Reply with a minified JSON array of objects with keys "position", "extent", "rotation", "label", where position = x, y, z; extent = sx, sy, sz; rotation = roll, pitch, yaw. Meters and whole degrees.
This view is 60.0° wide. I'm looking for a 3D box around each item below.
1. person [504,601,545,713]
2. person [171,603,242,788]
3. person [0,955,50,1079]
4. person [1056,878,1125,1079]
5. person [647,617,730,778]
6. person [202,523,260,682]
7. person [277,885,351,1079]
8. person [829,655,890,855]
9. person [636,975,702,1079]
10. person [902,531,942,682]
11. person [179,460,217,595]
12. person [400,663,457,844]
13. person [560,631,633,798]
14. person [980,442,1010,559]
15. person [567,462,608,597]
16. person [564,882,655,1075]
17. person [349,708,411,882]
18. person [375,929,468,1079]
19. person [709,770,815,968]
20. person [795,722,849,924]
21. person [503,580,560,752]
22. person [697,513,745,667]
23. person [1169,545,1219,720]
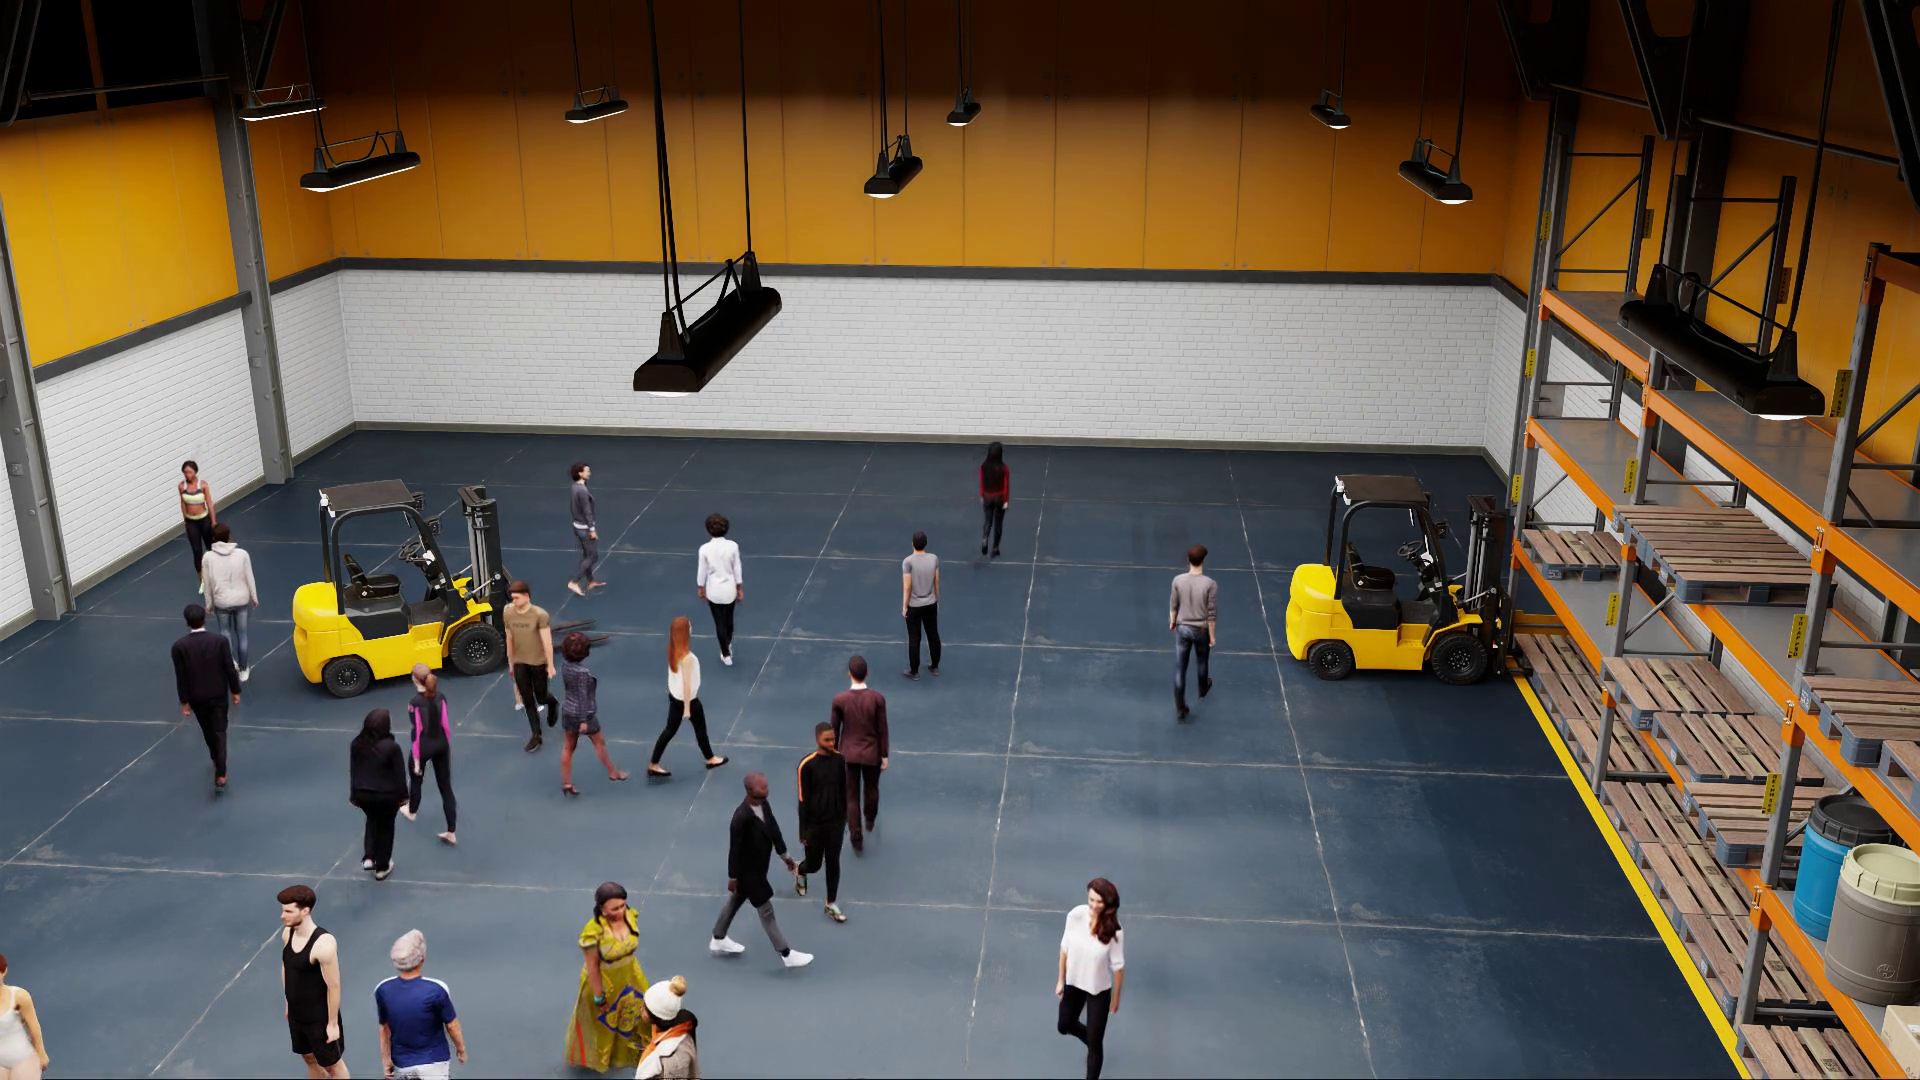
[{"position":[-4.775,1.260,18.124],"extent":[0.595,1.275,0.646],"rotation":[16,24,39],"label":"person"},{"position":[-7.384,1.561,16.342],"extent":[1.092,1.841,1.344],"rotation":[-7,20,-21],"label":"person"},{"position":[-6.296,3.436,11.112],"extent":[0.645,1.626,0.673],"rotation":[-1,19,-4],"label":"person"},{"position":[0.930,3.149,11.737],"extent":[0.836,1.771,0.979],"rotation":[9,21,26],"label":"person"},{"position":[-2.822,1.597,16.483],"extent":[1.090,1.683,1.084],"rotation":[-12,22,-32],"label":"person"},{"position":[-8.228,0.737,18.800],"extent":[0.820,1.835,0.827],"rotation":[-8,20,-23],"label":"person"},{"position":[-4.422,3.205,11.380],"extent":[0.763,1.892,0.747],"rotation":[11,21,29],"label":"person"},{"position":[-0.915,1.977,15.121],"extent":[0.814,1.833,1.062],"rotation":[-1,19,-4],"label":"person"},{"position":[-1.757,3.540,10.390],"extent":[0.824,1.890,0.694],"rotation":[-3,19,-9],"label":"person"},{"position":[-0.441,0.731,18.944],"extent":[0.708,1.754,0.728],"rotation":[-10,21,-26],"label":"person"},{"position":[-9.954,-0.211,21.823],"extent":[0.802,1.701,1.196],"rotation":[-4,19,-13],"label":"person"},{"position":[-4.816,1.990,15.275],"extent":[1.078,1.709,1.067],"rotation":[18,25,42],"label":"person"},{"position":[-3.769,1.737,16.093],"extent":[1.055,1.667,0.981],"rotation":[-16,24,-39],"label":"person"},{"position":[0.444,-0.519,22.821],"extent":[0.693,1.649,0.812],"rotation":[7,20,20],"label":"person"},{"position":[-4.883,-0.158,21.562],"extent":[0.909,1.768,0.881],"rotation":[-13,22,-33],"label":"person"},{"position":[-2.551,3.178,11.923],"extent":[1.243,1.597,1.308],"rotation":[14,23,35],"label":"person"},{"position":[-5.133,2.279,14.594],"extent":[0.654,1.597,0.633],"rotation":[1,19,3],"label":"person"},{"position":[-3.532,3.444,10.829],"extent":[0.665,1.791,1.189],"rotation":[1,19,3],"label":"person"},{"position":[-1.774,2.641,13.348],"extent":[0.870,1.706,1.158],"rotation":[4,19,12],"label":"person"},{"position":[-1.208,2.349,14.072],"extent":[0.919,1.797,1.014],"rotation":[-13,23,-34],"label":"person"},{"position":[-4.414,1.255,17.266],"extent":[0.729,1.831,0.963],"rotation":[4,19,11],"label":"person"},{"position":[-2.748,0.600,19.281],"extent":[0.885,1.787,1.029],"rotation":[-6,20,-18],"label":"person"},{"position":[2.475,1.027,17.902],"extent":[0.936,1.857,1.267],"rotation":[7,20,20],"label":"person"}]
